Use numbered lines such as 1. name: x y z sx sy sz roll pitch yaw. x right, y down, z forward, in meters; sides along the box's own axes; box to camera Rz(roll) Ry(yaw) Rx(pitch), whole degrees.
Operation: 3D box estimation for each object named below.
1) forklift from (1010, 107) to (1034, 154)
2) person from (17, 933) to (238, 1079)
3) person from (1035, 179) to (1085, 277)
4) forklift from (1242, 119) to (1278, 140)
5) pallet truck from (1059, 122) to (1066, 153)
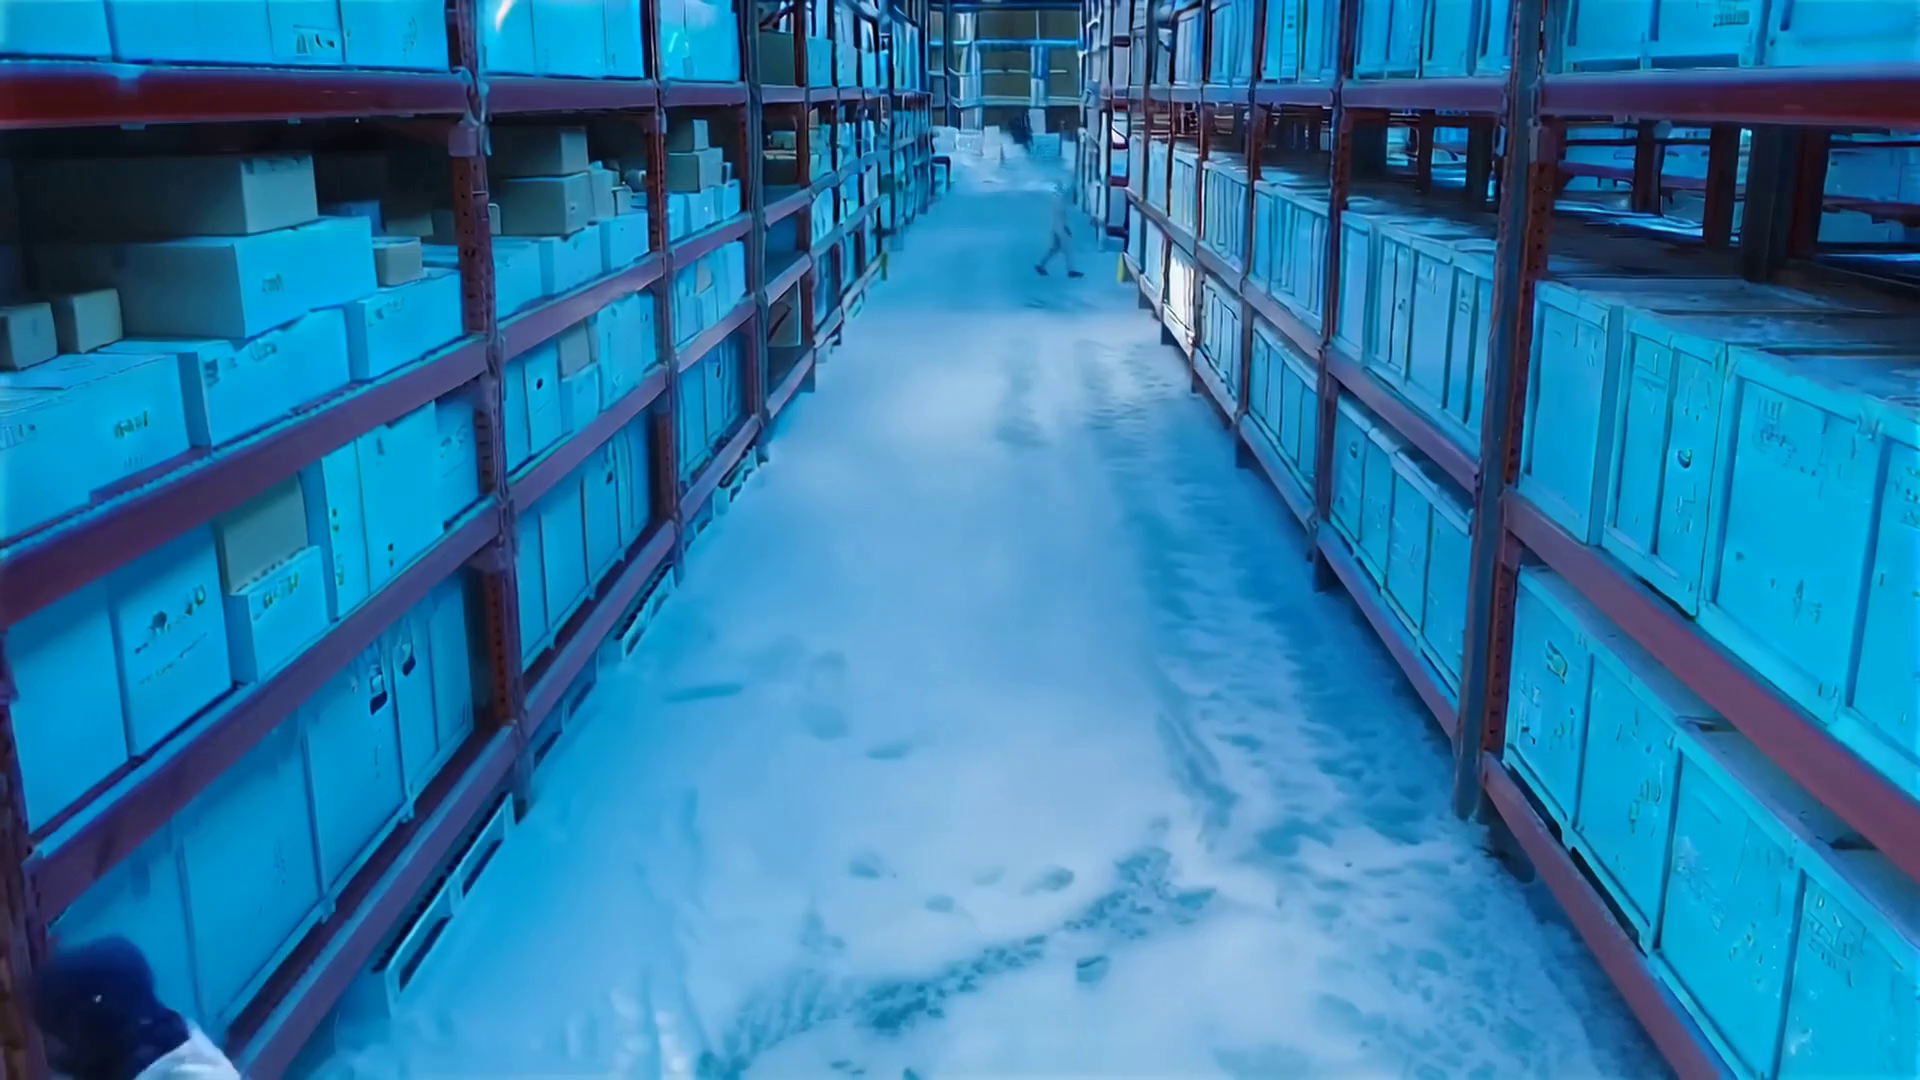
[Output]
1. forklift: 2.964 -19.940 81.982 1.129 2.768 1.873 -7 17 -24
2. person: -1.737 1.689 3.563 0.742 1.804 0.656 -10 18 -32
3. person: 1.920 -6.039 32.193 0.957 1.871 0.642 1 15 5
4. forklift: 7.616 -9.410 42.804 1.129 2.768 1.873 -5 16 -19
5. pallet truck: 5.788 -21.111 88.014 1.885 1.965 0.823 5 16 18
